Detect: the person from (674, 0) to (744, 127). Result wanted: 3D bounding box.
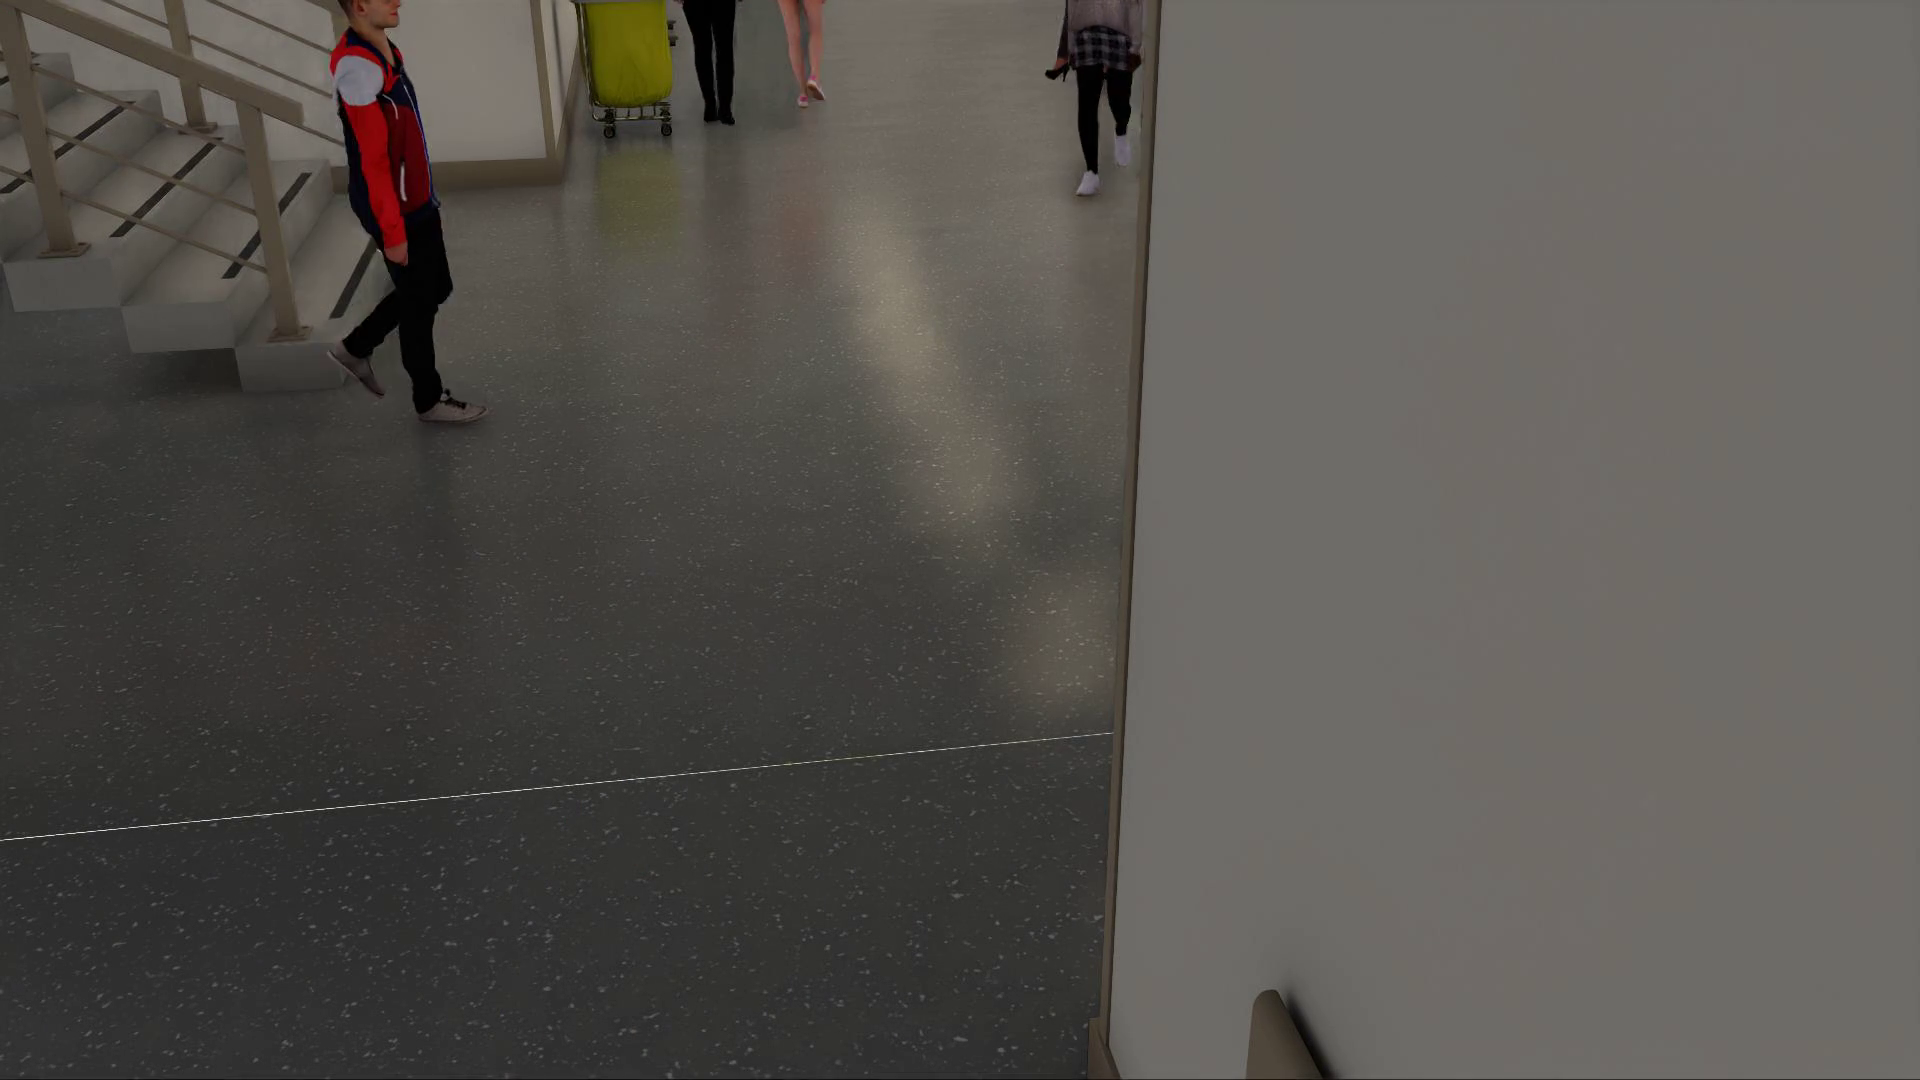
[{"bbox_3d":[-1.757,-3.849,11.547,0.838,1.847,0.773,-2,26,-5],"label":"person"}]

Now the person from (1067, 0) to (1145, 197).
[{"bbox_3d":[0.872,-2.924,9.733,0.986,1.755,0.936,8,27,16],"label":"person"}]

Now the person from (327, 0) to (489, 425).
[{"bbox_3d":[-2.212,-1.261,6.294,0.844,1.748,0.683,-2,26,-5],"label":"person"}]

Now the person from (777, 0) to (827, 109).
[{"bbox_3d":[-1.185,-3.986,11.962,0.650,1.732,0.683,1,26,2],"label":"person"}]

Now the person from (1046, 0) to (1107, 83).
[{"bbox_3d":[1.102,-4.344,12.820,0.995,1.633,1.114,22,33,37],"label":"person"}]
